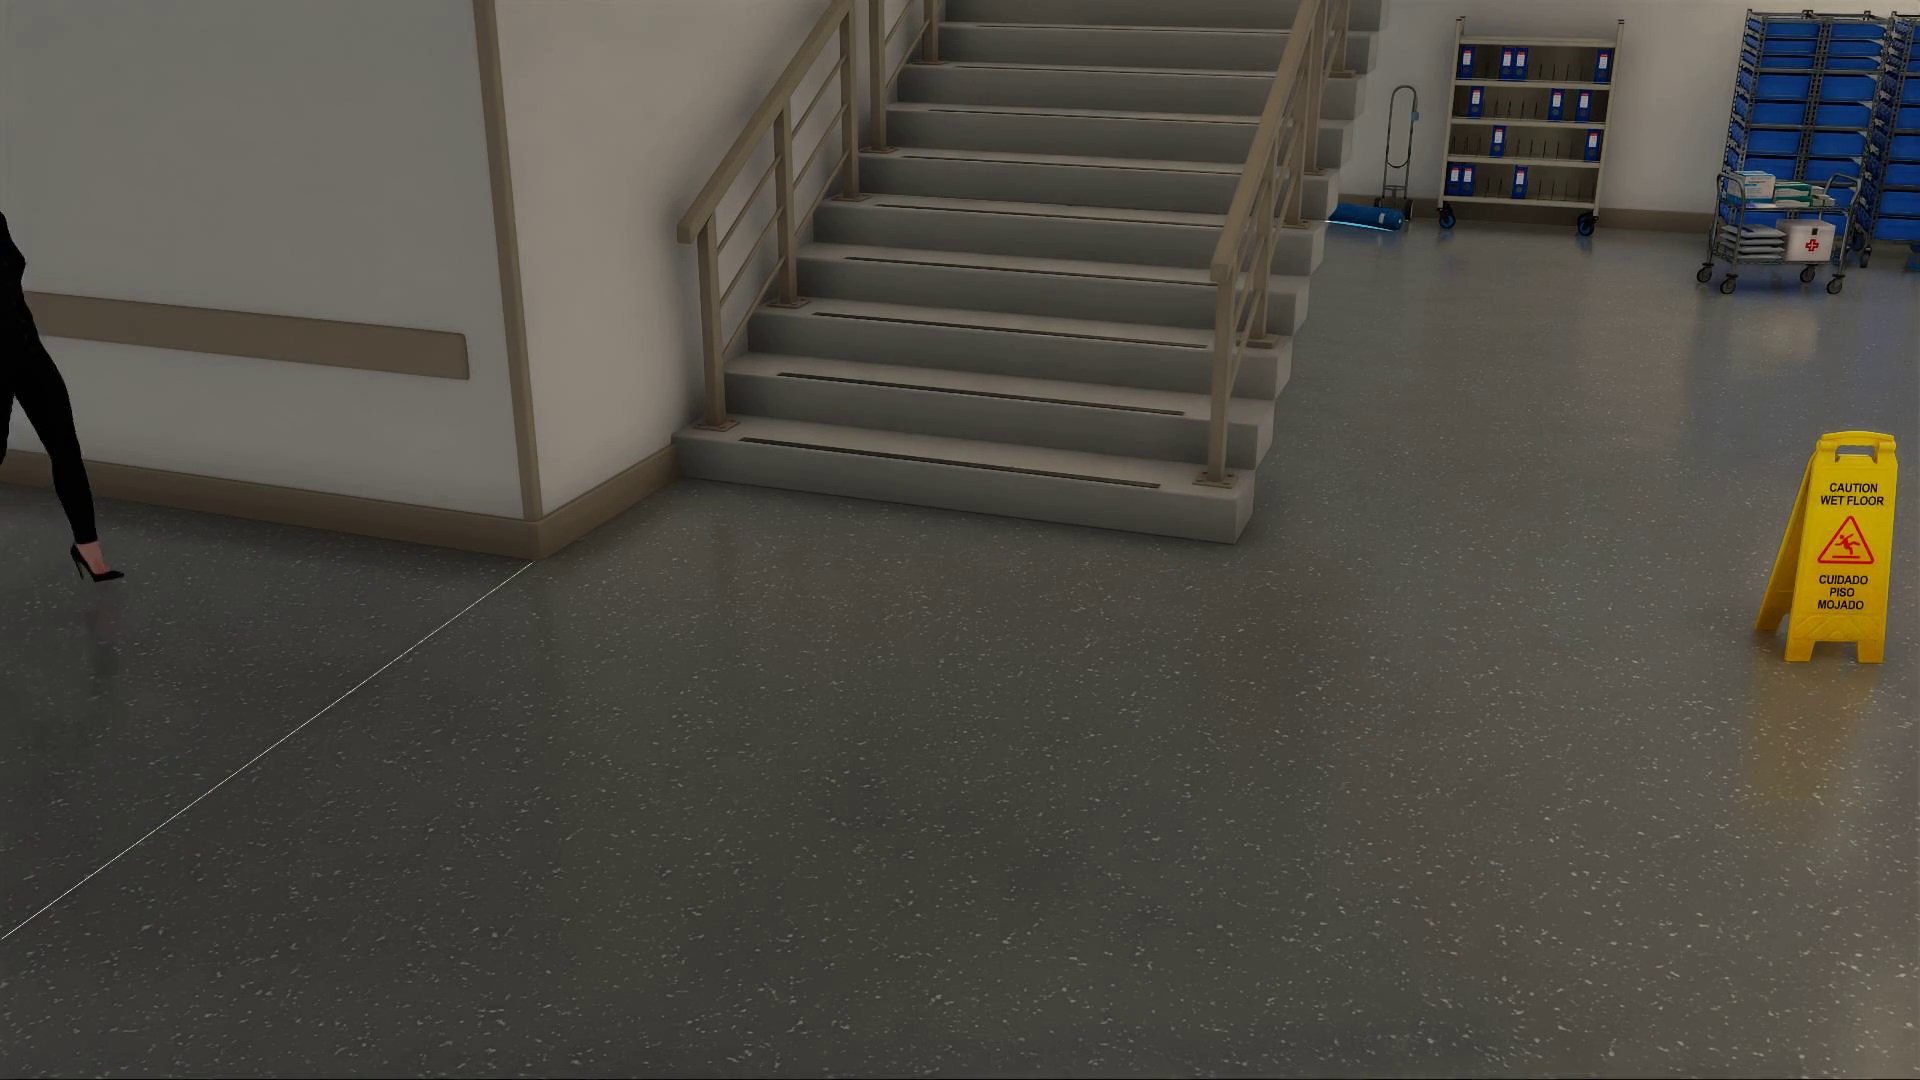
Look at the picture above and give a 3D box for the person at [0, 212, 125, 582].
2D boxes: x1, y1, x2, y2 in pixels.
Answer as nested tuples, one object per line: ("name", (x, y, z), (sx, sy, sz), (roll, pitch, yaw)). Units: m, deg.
("person", (-3.600, -0.615, 6.119), (0.792, 1.683, 1.039), (3, 21, 9))
